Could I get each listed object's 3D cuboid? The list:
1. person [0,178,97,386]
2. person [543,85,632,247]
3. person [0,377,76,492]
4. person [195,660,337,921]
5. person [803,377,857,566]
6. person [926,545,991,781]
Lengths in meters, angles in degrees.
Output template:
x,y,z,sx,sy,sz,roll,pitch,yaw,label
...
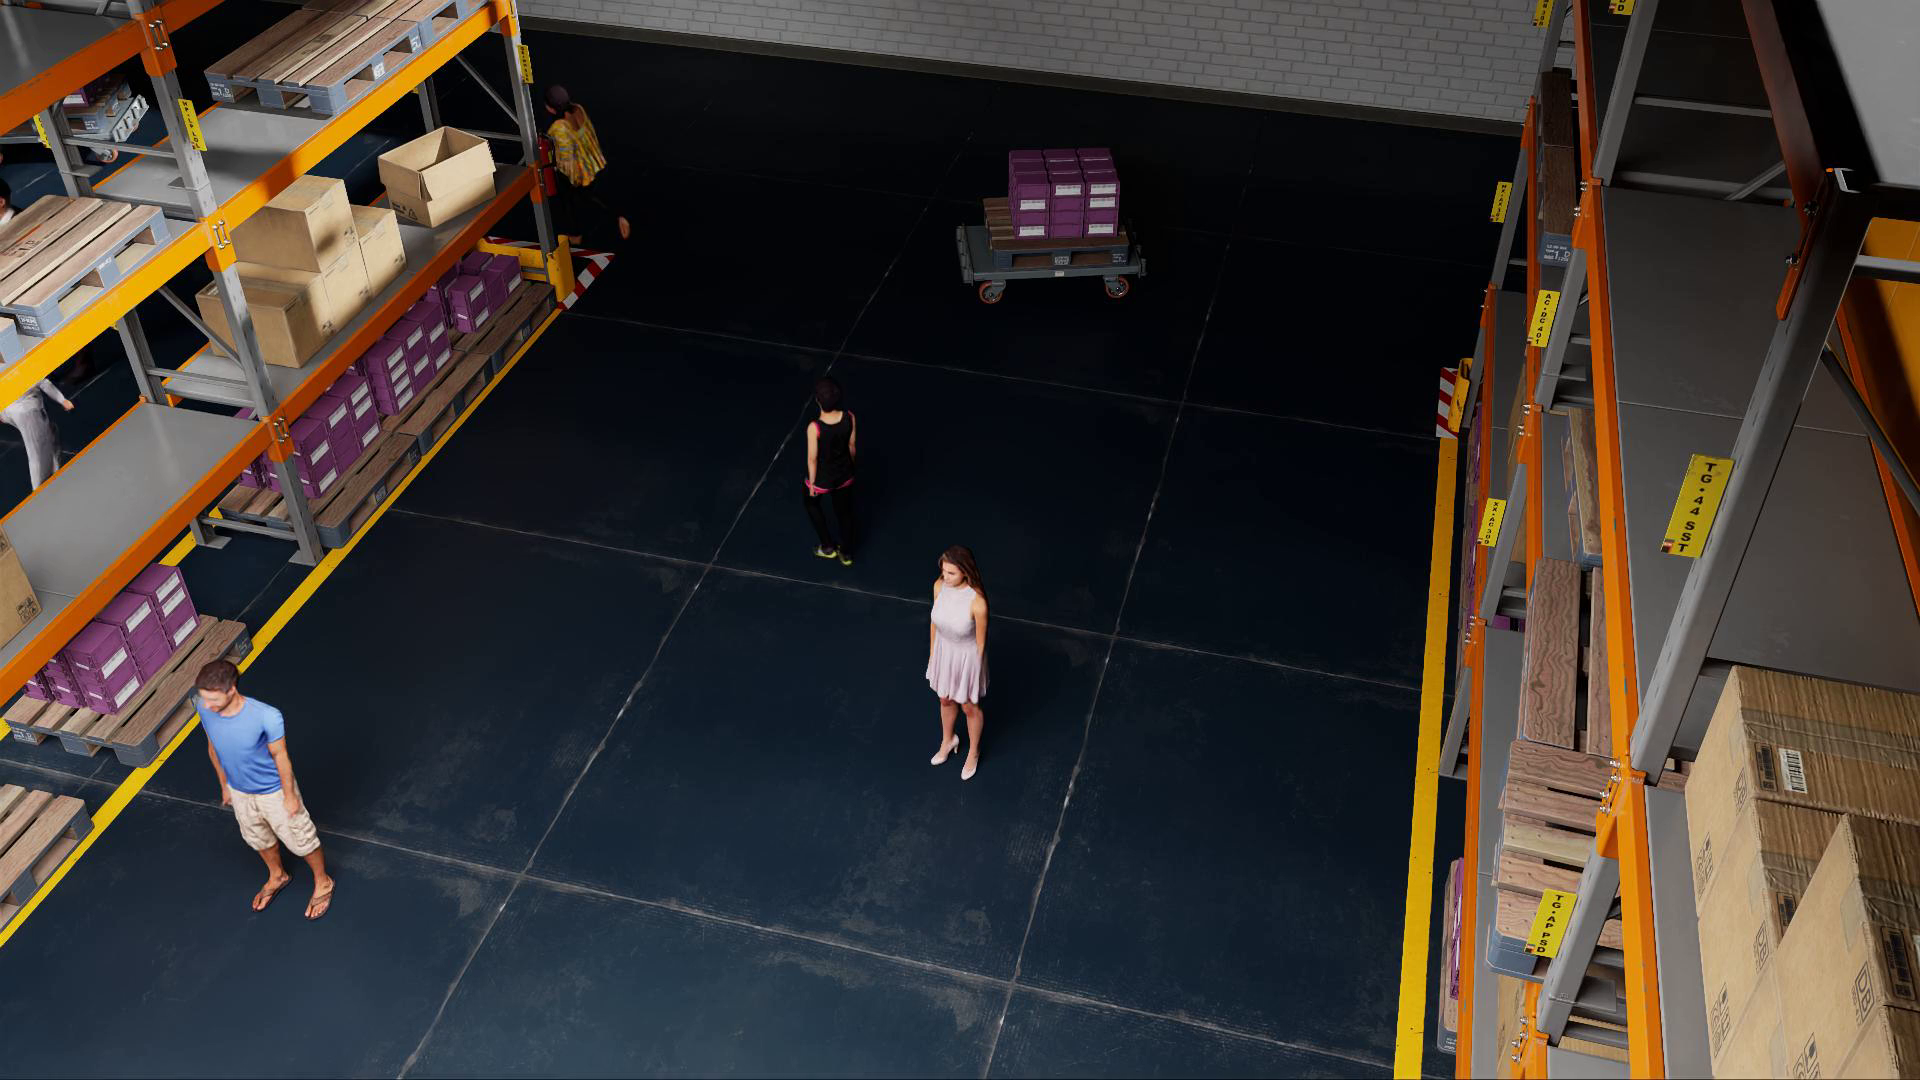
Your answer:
x,y,z,sx,sy,sz,roll,pitch,yaw,label
-7.442,-2.117,13.542,0.888,1.850,0.996,25,45,28,person
-3.478,-3.411,15.345,0.759,1.621,0.893,10,40,13,person
-6.860,-0.890,12.083,0.644,1.753,0.765,15,41,18,person
-3.868,1.342,9.199,0.657,1.864,0.571,7,39,9,person
-0.872,-0.432,11.680,0.669,1.540,0.730,-20,43,-24,person
-0.005,0.734,10.036,0.645,1.770,0.677,24,44,27,person
